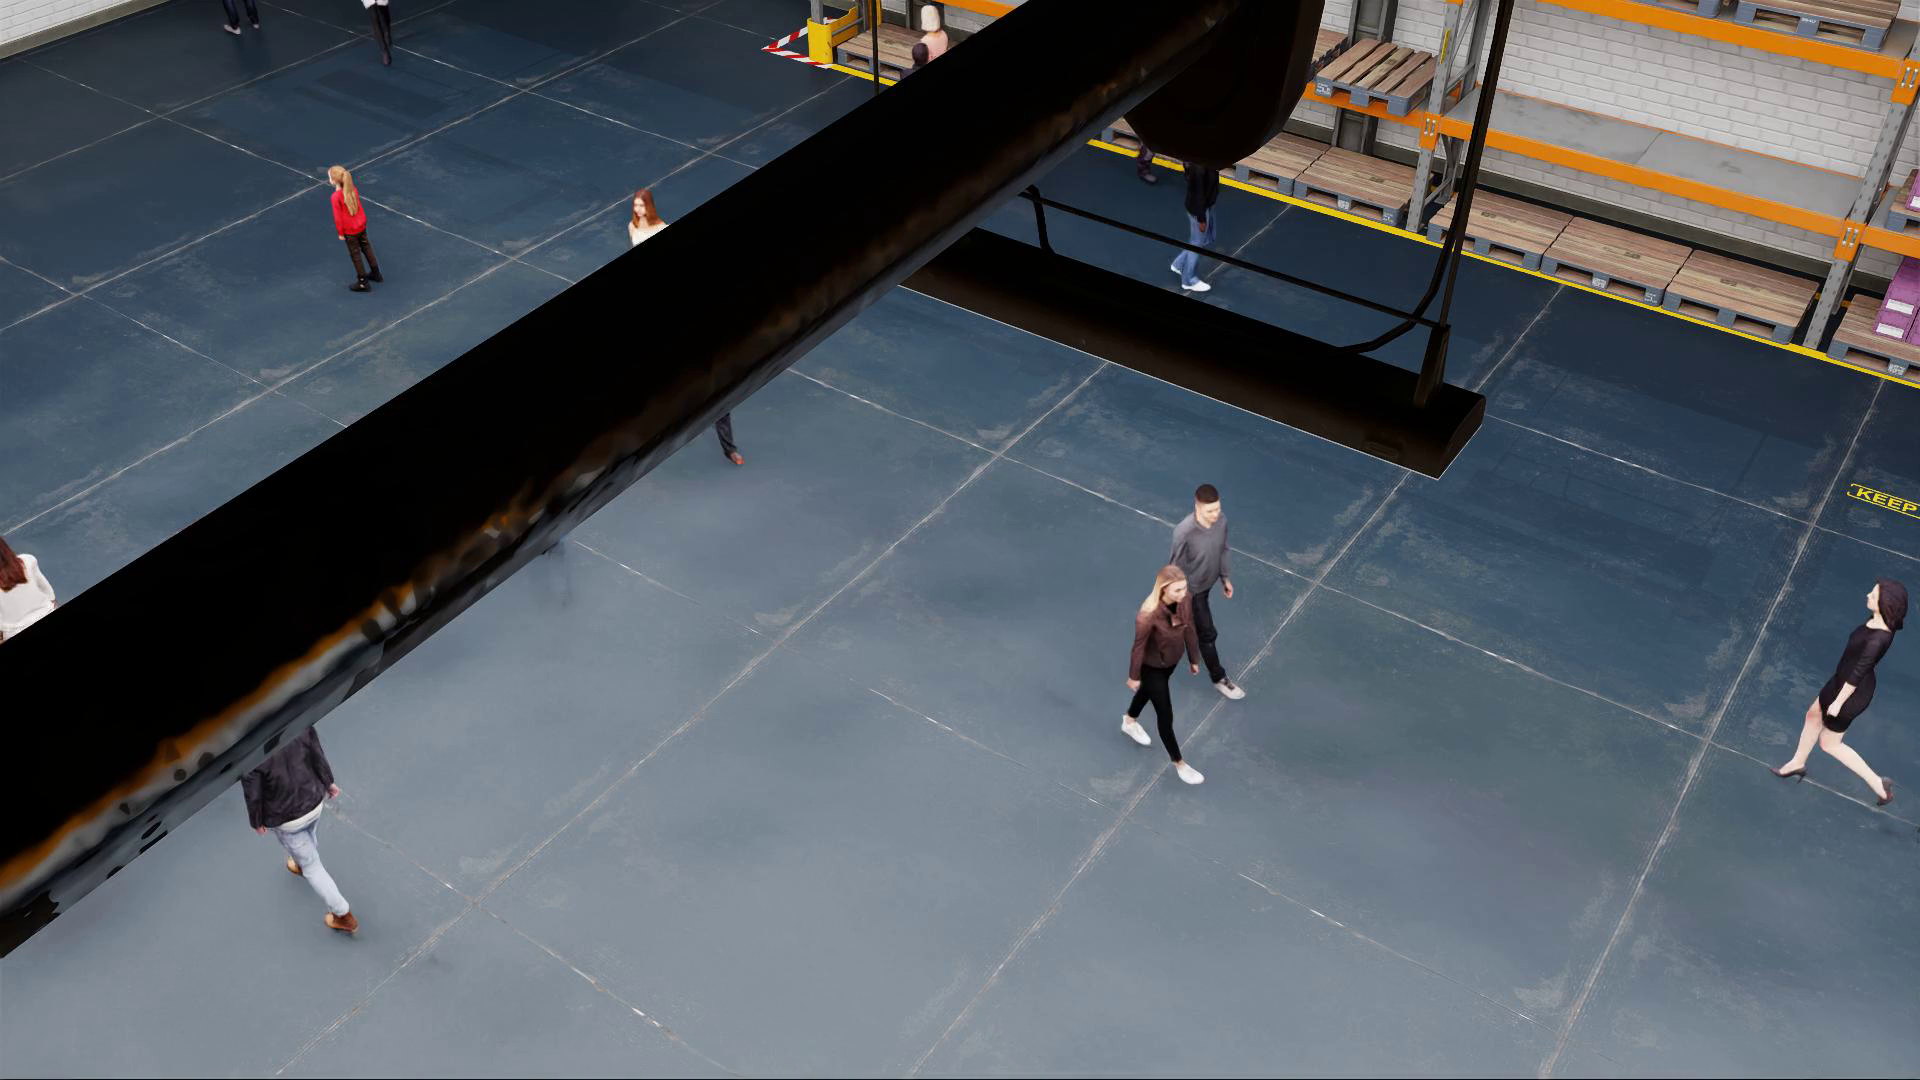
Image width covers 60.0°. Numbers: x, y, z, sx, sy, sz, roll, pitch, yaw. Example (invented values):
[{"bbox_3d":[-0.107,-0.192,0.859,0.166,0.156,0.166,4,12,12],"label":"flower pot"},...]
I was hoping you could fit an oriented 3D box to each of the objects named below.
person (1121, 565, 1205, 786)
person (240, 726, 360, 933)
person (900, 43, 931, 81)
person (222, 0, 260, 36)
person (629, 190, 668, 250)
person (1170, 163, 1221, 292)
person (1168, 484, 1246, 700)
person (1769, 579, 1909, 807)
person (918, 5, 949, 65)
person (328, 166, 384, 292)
[{"bbox_3d":[1.277,0.790,11.110,0.807,1.664,1.122,-29,47,-31],"label":"person"},{"bbox_3d":[-3.924,1.649,9.924,1.033,1.802,0.701,22,44,25],"label":"person"},{"bbox_3d":[-0.396,-4.292,17.336,0.532,1.836,0.770,28,46,30],"label":"person"},{"bbox_3d":[-9.415,-7.441,21.251,0.635,1.871,0.724,32,48,33],"label":"person"},{"bbox_3d":[-2.746,-2.436,15.123,0.933,1.697,0.799,12,40,14],"label":"person"},{"bbox_3d":[2.241,-3.200,16.048,0.747,1.737,0.707,9,40,11],"label":"person"},{"bbox_3d":[1.600,0.270,11.722,1.180,1.713,0.711,30,48,32],"label":"person"},{"bbox_3d":[5.799,1.048,10.699,0.975,1.774,0.624,22,44,25],"label":"person"},{"bbox_3d":[-0.238,-5.009,18.362,1.159,1.677,0.733,31,48,33],"label":"person"},{"bbox_3d":[-5.926,-3.053,16.231,0.544,1.280,0.533,13,40,15],"label":"person"}]
